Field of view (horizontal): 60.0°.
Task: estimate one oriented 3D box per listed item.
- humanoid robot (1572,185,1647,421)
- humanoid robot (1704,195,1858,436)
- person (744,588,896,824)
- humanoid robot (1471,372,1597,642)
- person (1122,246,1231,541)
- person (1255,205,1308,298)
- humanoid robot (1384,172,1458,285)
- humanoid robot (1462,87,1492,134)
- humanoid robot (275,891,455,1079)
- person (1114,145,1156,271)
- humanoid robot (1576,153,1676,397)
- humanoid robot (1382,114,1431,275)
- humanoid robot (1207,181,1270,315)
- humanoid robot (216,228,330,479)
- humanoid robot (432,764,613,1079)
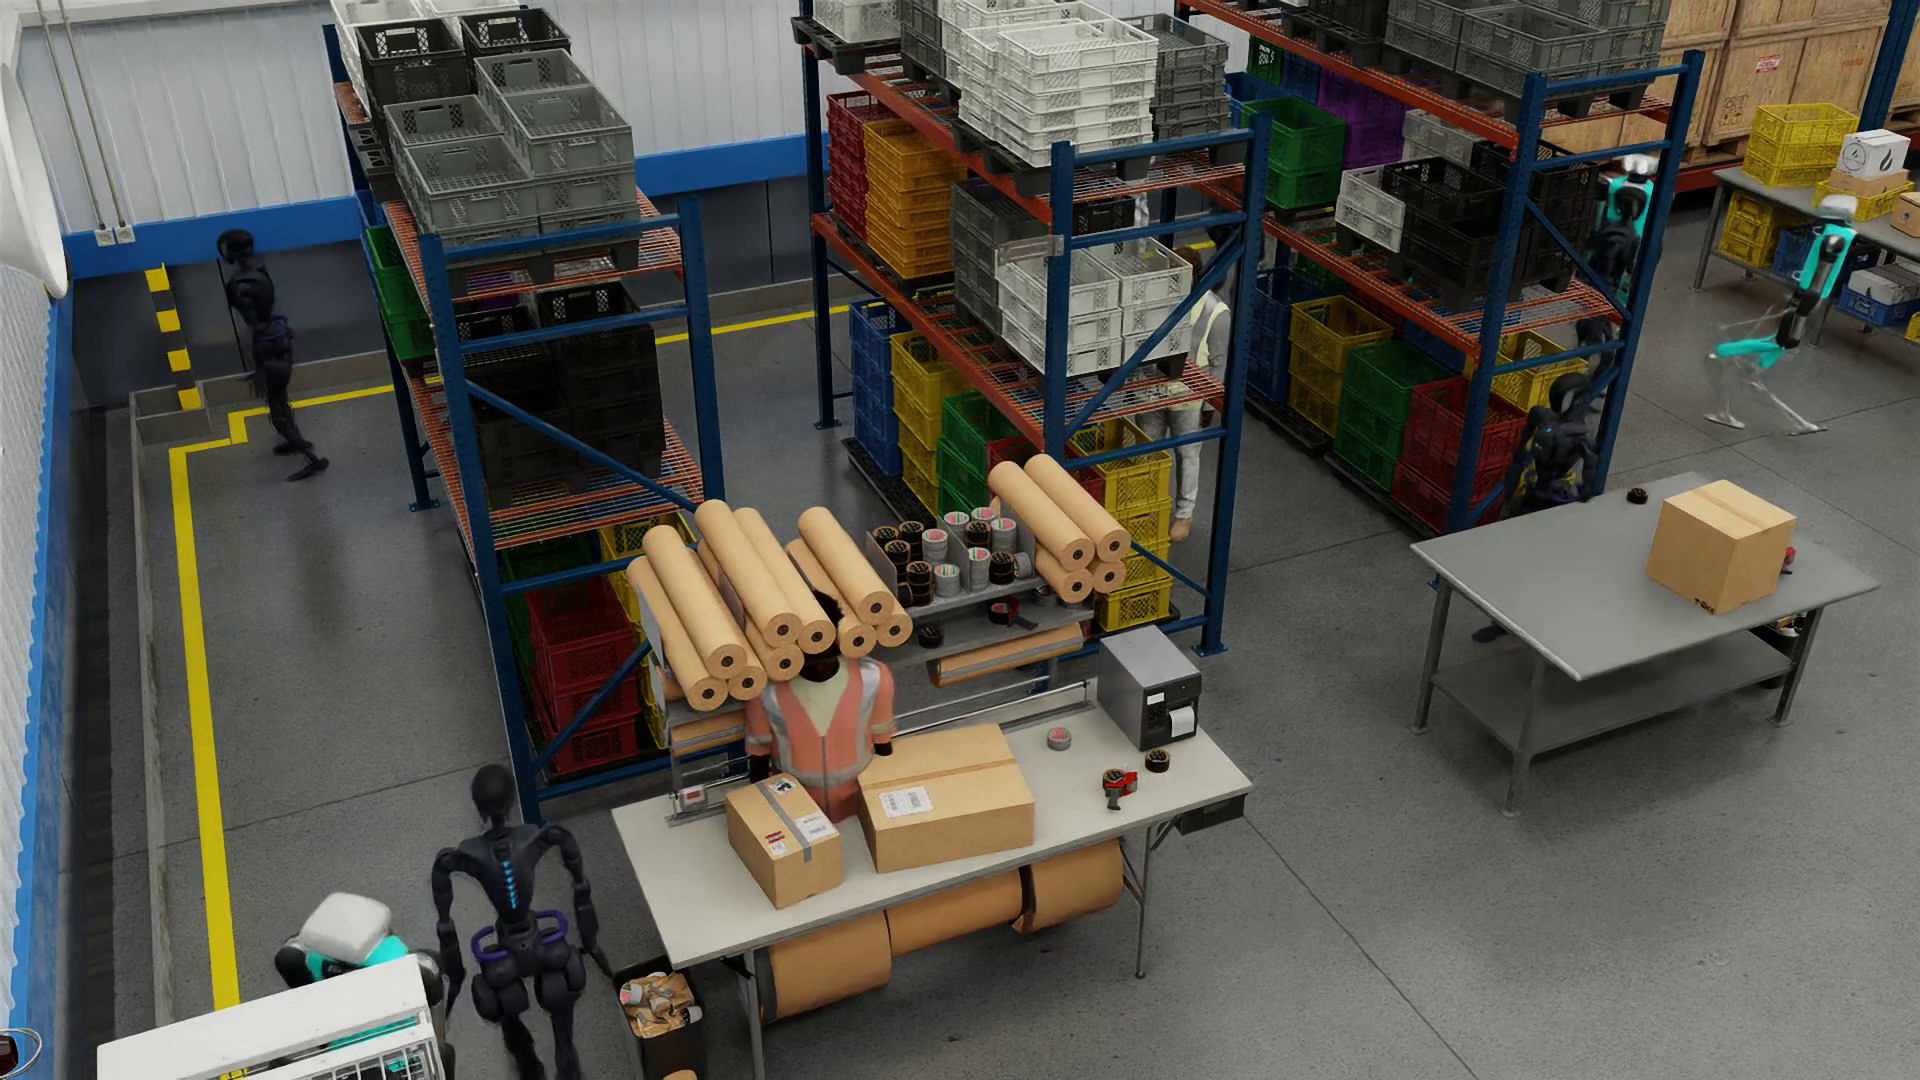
[{"bbox_3d":[4.320,-1.582,11.187,0.328,1.648,0.592,16,35,24],"label":"humanoid robot"},{"bbox_3d":[5.341,-1.438,10.887,0.974,1.732,0.552,16,35,25],"label":"humanoid robot"},{"bbox_3d":[-0.547,1.028,6.693,0.599,1.954,0.364,-4,32,-7],"label":"person"},{"bbox_3d":[3.197,-0.177,8.950,0.694,1.639,0.585,-15,35,-22],"label":"humanoid robot"},{"bbox_3d":[1.251,-0.869,9.881,0.625,1.846,0.429,17,36,26],"label":"person"},{"bbox_3d":[2.547,-2.764,12.985,0.584,1.823,0.410,-7,32,-11],"label":"person"},{"bbox_3d":[3.346,-1.862,11.663,0.555,1.856,0.837,-11,33,-18],"label":"humanoid robot"},{"bbox_3d":[3.909,-2.787,13.157,0.414,1.650,0.598,15,35,23],"label":"humanoid robot"},{"bbox_3d":[-1.913,1.990,5.318,0.535,1.773,0.721,5,32,8],"label":"humanoid robot"},{"bbox_3d":[1.366,-2.975,13.263,0.360,1.882,0.573,12,34,19],"label":"person"},{"bbox_3d":[4.619,-1.864,11.588,0.542,1.798,0.681,21,37,30],"label":"humanoid robot"},{"bbox_3d":[3.470,-2.385,12.493,0.550,1.835,0.789,-20,37,-29],"label":"humanoid robot"},{"bbox_3d":[2.077,-2.386,12.501,0.307,1.642,0.612,-23,38,-32],"label":"humanoid robot"},{"bbox_3d":[-4.370,-1.206,10.580,0.383,1.635,0.593,-10,33,-15],"label":"humanoid robot"},{"bbox_3d":[-1.628,1.543,6.145,0.616,1.626,0.701,-13,34,-20],"label":"humanoid robot"}]
